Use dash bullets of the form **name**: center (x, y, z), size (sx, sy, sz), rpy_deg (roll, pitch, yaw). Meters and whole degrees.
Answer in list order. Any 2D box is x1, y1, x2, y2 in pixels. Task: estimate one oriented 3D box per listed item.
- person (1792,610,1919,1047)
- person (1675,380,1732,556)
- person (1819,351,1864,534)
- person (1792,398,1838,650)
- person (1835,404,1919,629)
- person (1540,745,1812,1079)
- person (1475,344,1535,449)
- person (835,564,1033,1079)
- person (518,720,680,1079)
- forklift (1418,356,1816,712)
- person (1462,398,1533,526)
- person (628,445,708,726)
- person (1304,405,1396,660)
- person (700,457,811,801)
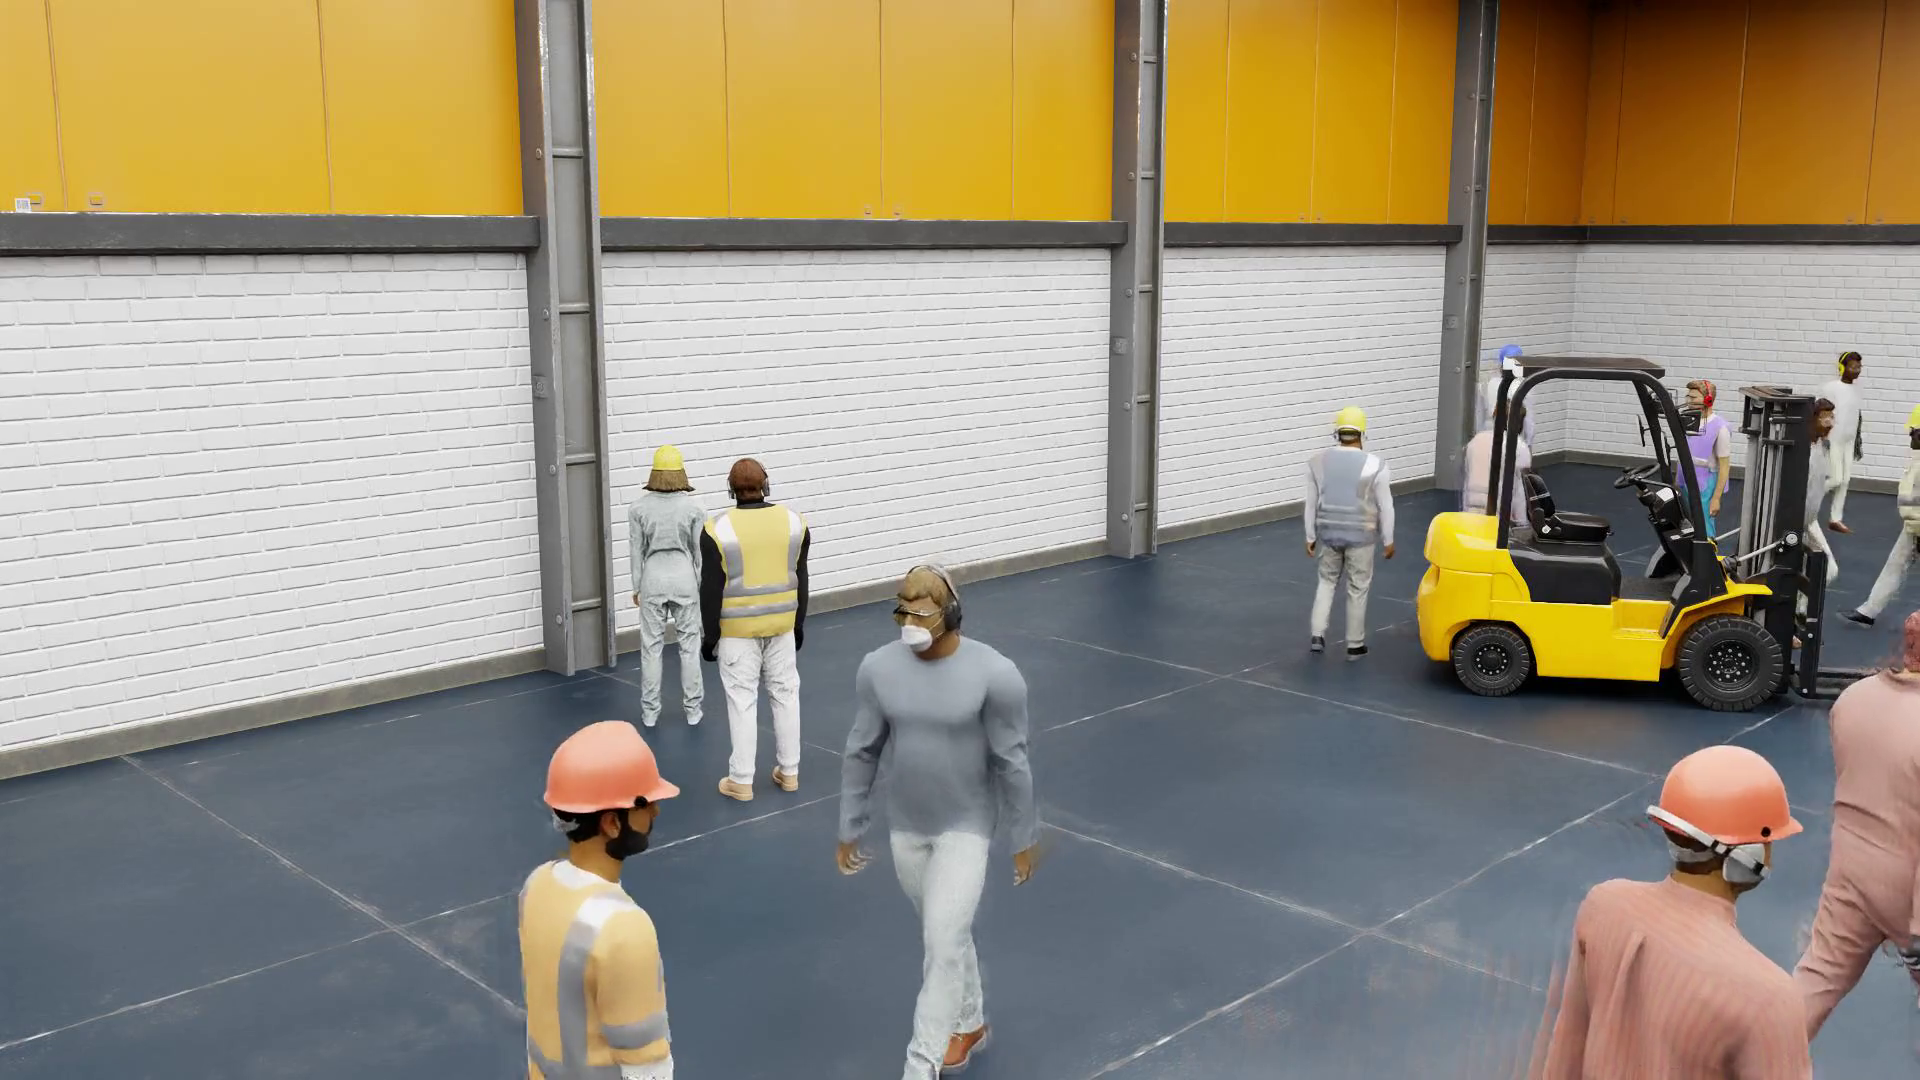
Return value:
- **person**: center (3.046, 1.106, 5.444), size (1.011, 1.858, 0.659), rpy_deg (-2, 11, -11)
- **person**: center (6.047, -0.387, 13.593), size (0.372, 1.840, 0.570), rpy_deg (-2, 11, -12)
- **person**: center (8.939, -0.998, 16.916), size (0.510, 1.856, 0.453), rpy_deg (-4, 11, -21)
- **person**: center (6.161, -0.103, 12.011), size (0.545, 1.853, 0.474), rpy_deg (-9, 14, -41)
- **person**: center (7.205, -0.138, 12.446), size (0.943, 1.770, 0.613), rpy_deg (3, 11, 17)
- **person**: center (1.622, 1.390, 3.636), size (1.055, 1.930, 0.650), rpy_deg (-3, 11, -14)
- **person**: center (5.465, -1.010, 16.800), size (0.809, 1.925, 0.622), rpy_deg (-10, 14, -42)
- **person**: center (-0.137, 1.034, 5.702), size (0.662, 1.896, 0.997), rpy_deg (6, 12, 30)
- **person**: center (-0.890, 1.363, 3.852), size (0.793, 1.926, 0.546), rpy_deg (-6, 12, -29)
- **forklift**: center (4.276, -0.101, 11.076), size (2.313, 2.155, 1.214), rpy_deg (2, 11, 13)
- **person**: center (3.924, -0.146, 12.364), size (0.680, 1.816, 0.659), rpy_deg (-4, 11, -20)
- **person**: center (-1.787, 0.281, 10.247), size (0.489, 1.737, 0.312), rpy_deg (-1, 10, -6)
- **person**: center (2.750, -0.038, 11.737), size (0.618, 1.826, 0.449), rpy_deg (7, 12, 33)
- **person**: center (-1.107, 0.475, 8.911), size (0.624, 1.841, 0.430), rpy_deg (-6, 12, -29)
